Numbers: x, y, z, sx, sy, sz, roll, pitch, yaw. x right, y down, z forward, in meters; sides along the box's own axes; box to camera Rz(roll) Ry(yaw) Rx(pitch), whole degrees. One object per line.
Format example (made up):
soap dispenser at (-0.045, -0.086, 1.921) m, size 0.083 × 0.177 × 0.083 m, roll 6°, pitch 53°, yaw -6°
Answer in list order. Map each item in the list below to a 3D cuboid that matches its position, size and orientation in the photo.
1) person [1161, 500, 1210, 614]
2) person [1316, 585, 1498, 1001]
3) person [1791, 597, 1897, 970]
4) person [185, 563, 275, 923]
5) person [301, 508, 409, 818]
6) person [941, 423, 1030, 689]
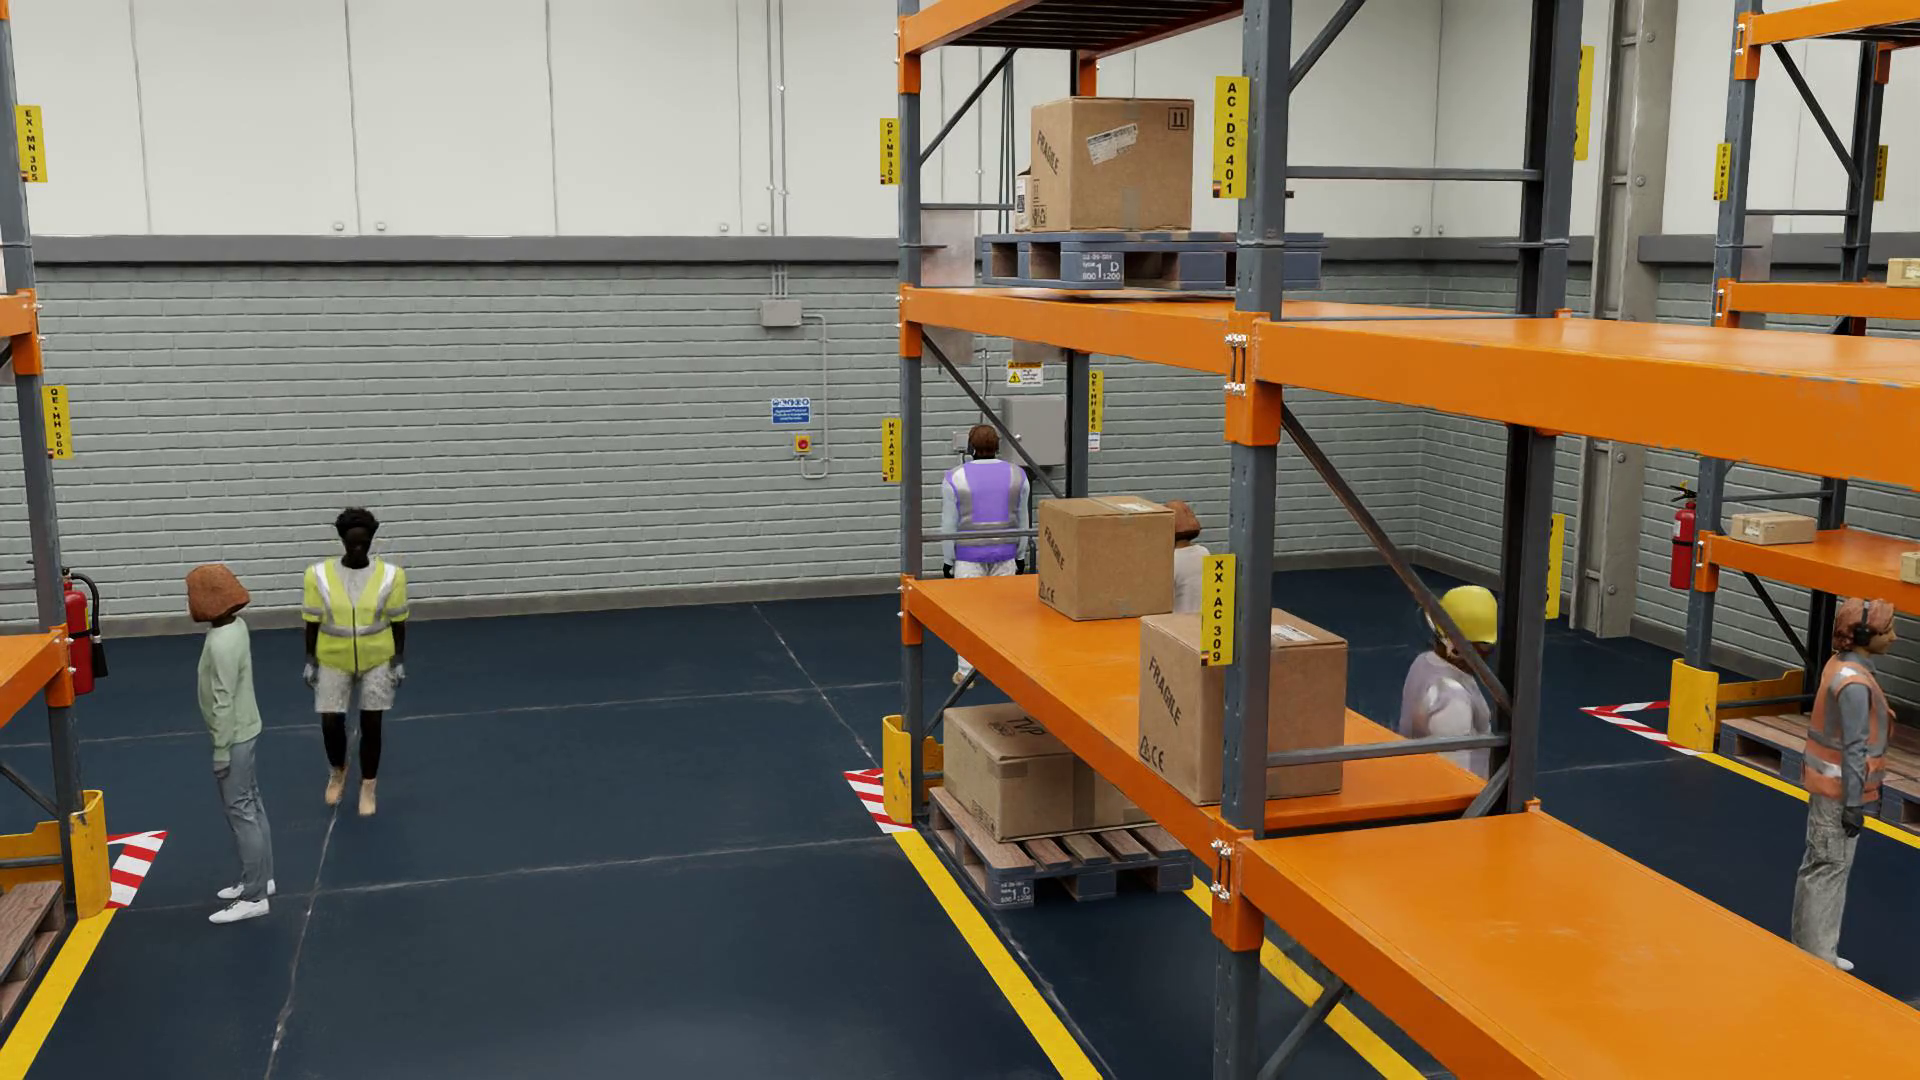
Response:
person at (1.227, 0.581, 9.417) m, size 0.283 × 1.632 × 0.507 m, roll 9°, pitch 13°, yaw 41°
person at (1.767, 1.036, 6.343) m, size 0.668 × 1.805 × 0.596 m, roll 1°, pitch 10°, yaw 6°
person at (3.619, 1.035, 6.815) m, size 0.314 × 1.639 × 0.517 m, roll 4°, pitch 11°, yaw 21°
person at (-3.323, 0.910, 7.573) m, size 0.270 × 1.627 × 0.501 m, roll -3°, pitch 10°, yaw -18°
person at (-3.203, 0.654, 8.848) m, size 0.549 × 1.678 × 0.361 m, roll -4°, pitch 11°, yaw -20°
person at (0.166, 0.110, 11.505) m, size 0.625 × 1.846 × 0.429 m, roll -2°, pitch 10°, yaw -13°
